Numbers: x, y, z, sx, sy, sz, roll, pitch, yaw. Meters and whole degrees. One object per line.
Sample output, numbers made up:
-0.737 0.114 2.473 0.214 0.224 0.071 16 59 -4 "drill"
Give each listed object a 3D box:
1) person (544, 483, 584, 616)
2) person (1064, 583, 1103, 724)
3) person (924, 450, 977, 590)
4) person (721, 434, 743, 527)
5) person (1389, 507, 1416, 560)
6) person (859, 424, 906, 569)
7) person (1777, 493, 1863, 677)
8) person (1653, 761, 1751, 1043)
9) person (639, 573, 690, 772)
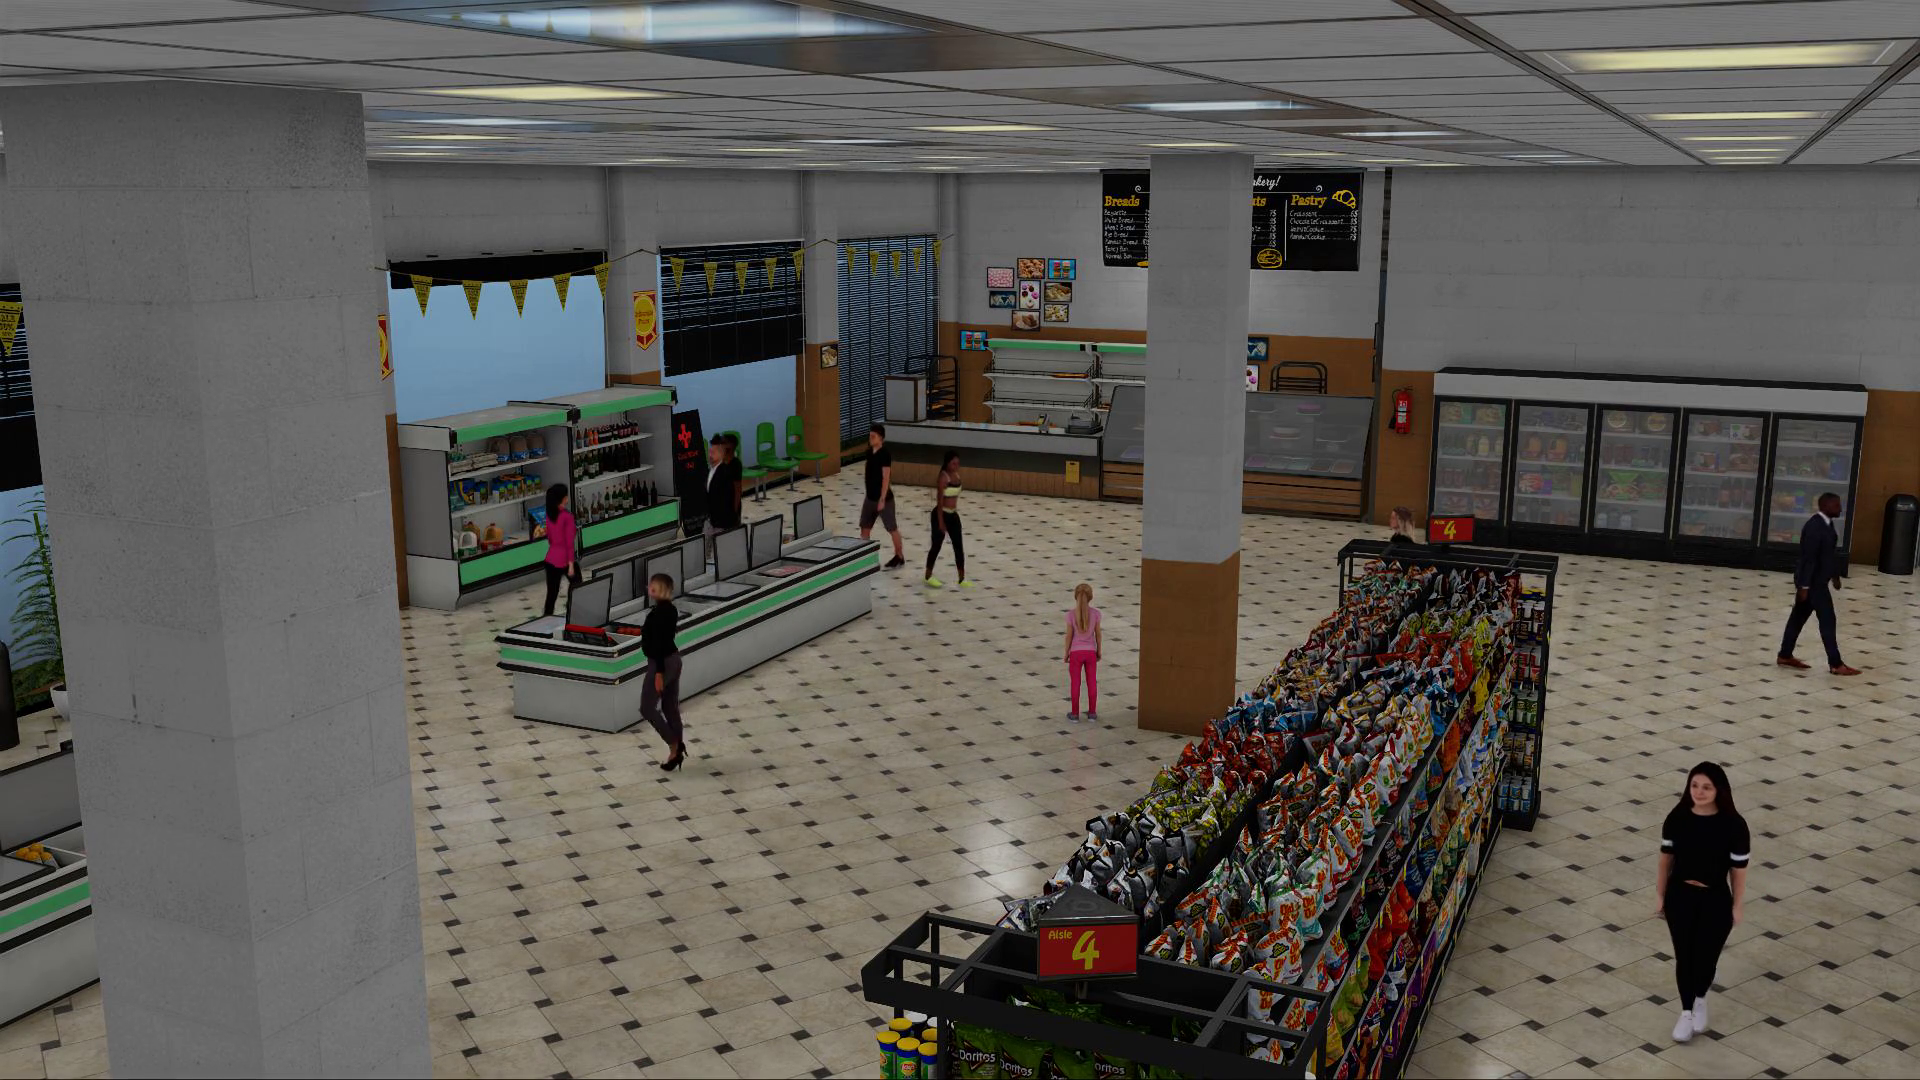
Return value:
-4.229 0.275 17.377 0.660 1.675 0.941 8 14 32 "person"
1.102 1.002 14.899 0.581 1.271 0.621 -1 12 -6 "person"
-0.228 -0.240 19.776 0.866 1.693 1.001 10 16 40 "person"
-2.782 -0.391 20.218 0.739 1.806 0.715 -6 13 -27 "person"
4.390 0.520 16.236 0.827 1.665 0.820 1 12 3 "person"
-0.925 -0.522 20.805 1.263 1.821 1.031 -9 15 -37 "person"
8.324 0.418 16.404 0.850 1.795 0.986 8 14 33 "person"
4.155 2.000 9.301 0.660 1.627 0.661 9 15 36 "person"
-2.319 1.094 13.508 0.743 1.665 0.619 2 12 9 "person"
